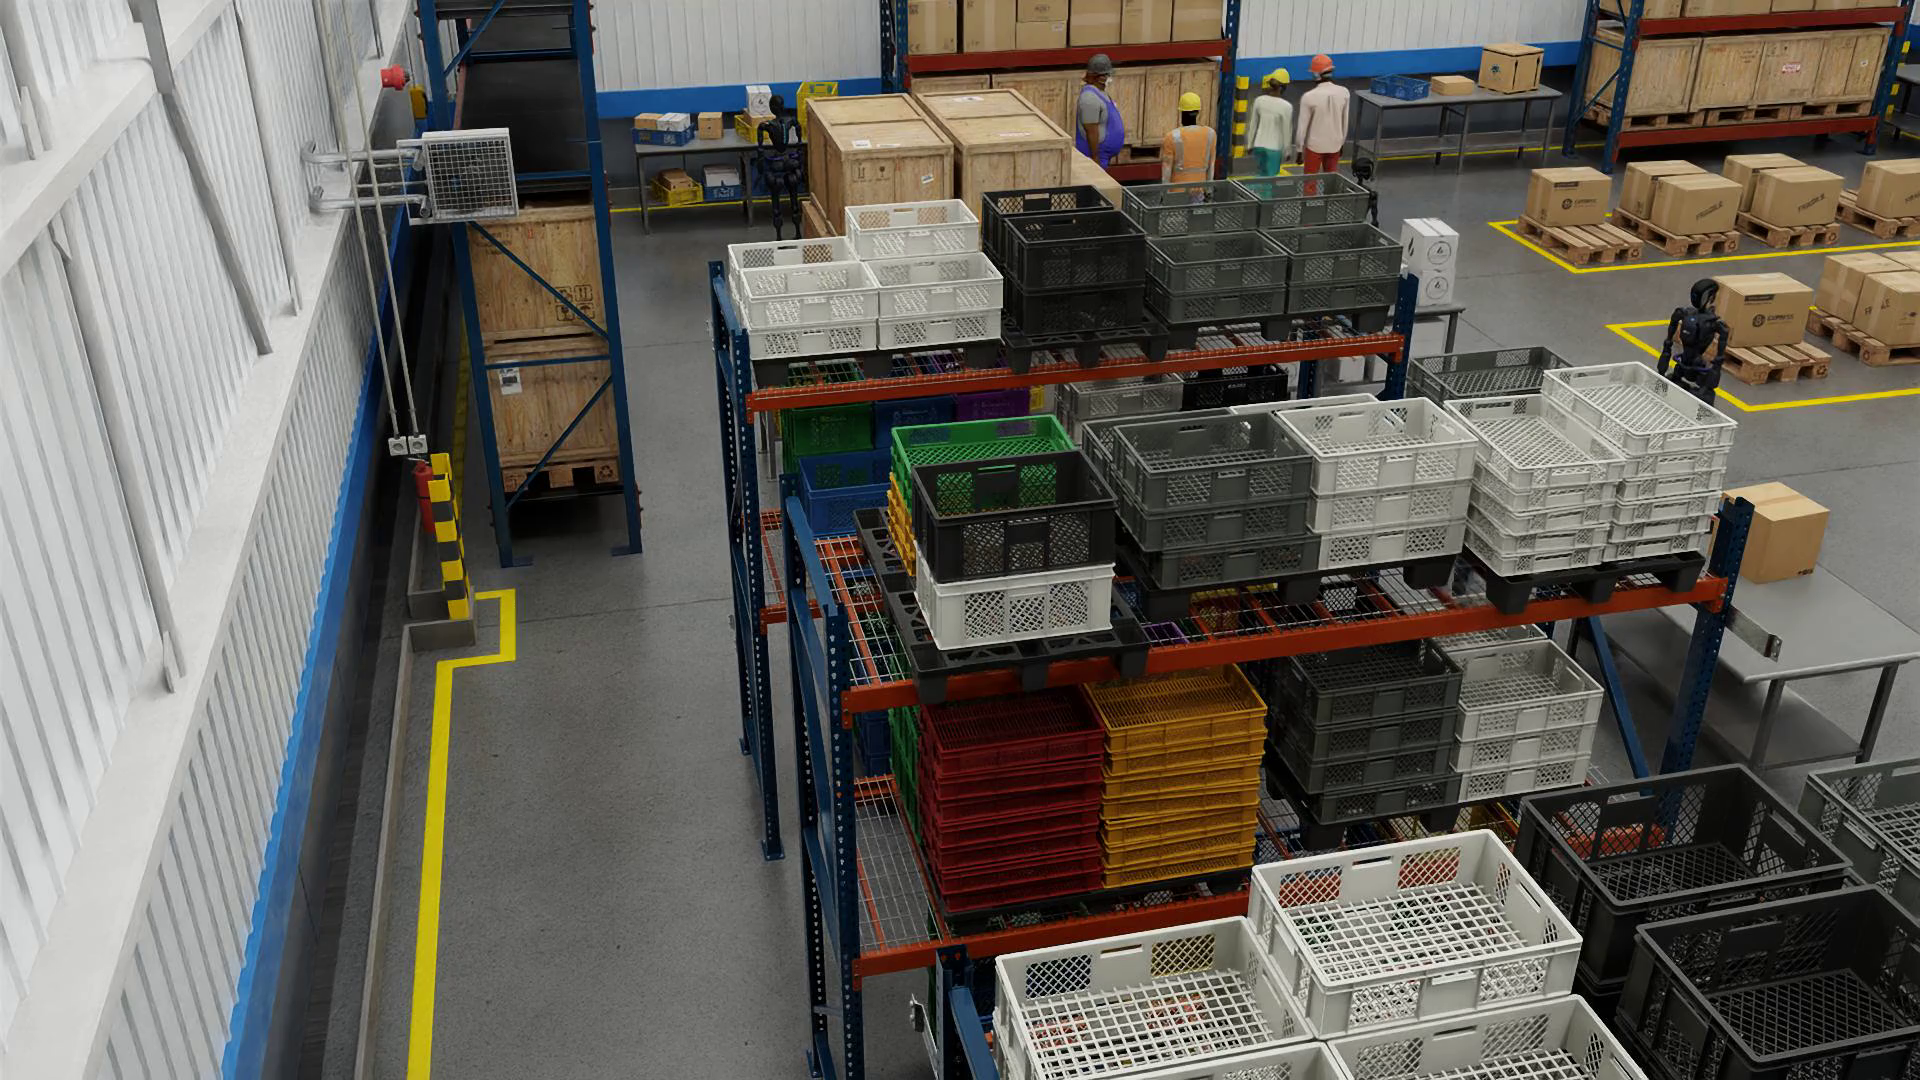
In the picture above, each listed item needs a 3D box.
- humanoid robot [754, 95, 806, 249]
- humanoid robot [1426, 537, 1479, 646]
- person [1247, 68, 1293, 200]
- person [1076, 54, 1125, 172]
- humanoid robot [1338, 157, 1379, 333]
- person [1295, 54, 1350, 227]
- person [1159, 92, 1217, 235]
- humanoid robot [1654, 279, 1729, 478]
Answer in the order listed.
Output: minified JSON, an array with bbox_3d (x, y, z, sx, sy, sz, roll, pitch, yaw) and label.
[{"bbox_3d":[-1.960,-4.037,18.184,0.602,1.654,0.324,-16,32,-27],"label":"humanoid robot"},{"bbox_3d":[3.177,-0.074,10.675,0.430,1.648,0.640,-8,29,-14],"label":"humanoid robot"},{"bbox_3d":[3.540,-4.483,18.956,0.406,1.747,0.531,-22,35,-36],"label":"person"},{"bbox_3d":[1.543,-4.337,18.376,0.537,2.000,0.681,3,28,5],"label":"person"},{"bbox_3d":[3.765,-2.835,15.899,0.325,1.657,0.599,-16,32,-27],"label":"humanoid robot"},{"bbox_3d":[4.028,-4.416,18.597,0.619,1.975,0.424,-9,29,-16],"label":"person"},{"bbox_3d":[2.336,-3.653,17.213,0.586,1.919,0.398,-10,29,-18],"label":"person"},{"bbox_3d":[5.623,-1.214,12.837,0.325,1.652,0.564,-15,31,-25],"label":"humanoid robot"}]
